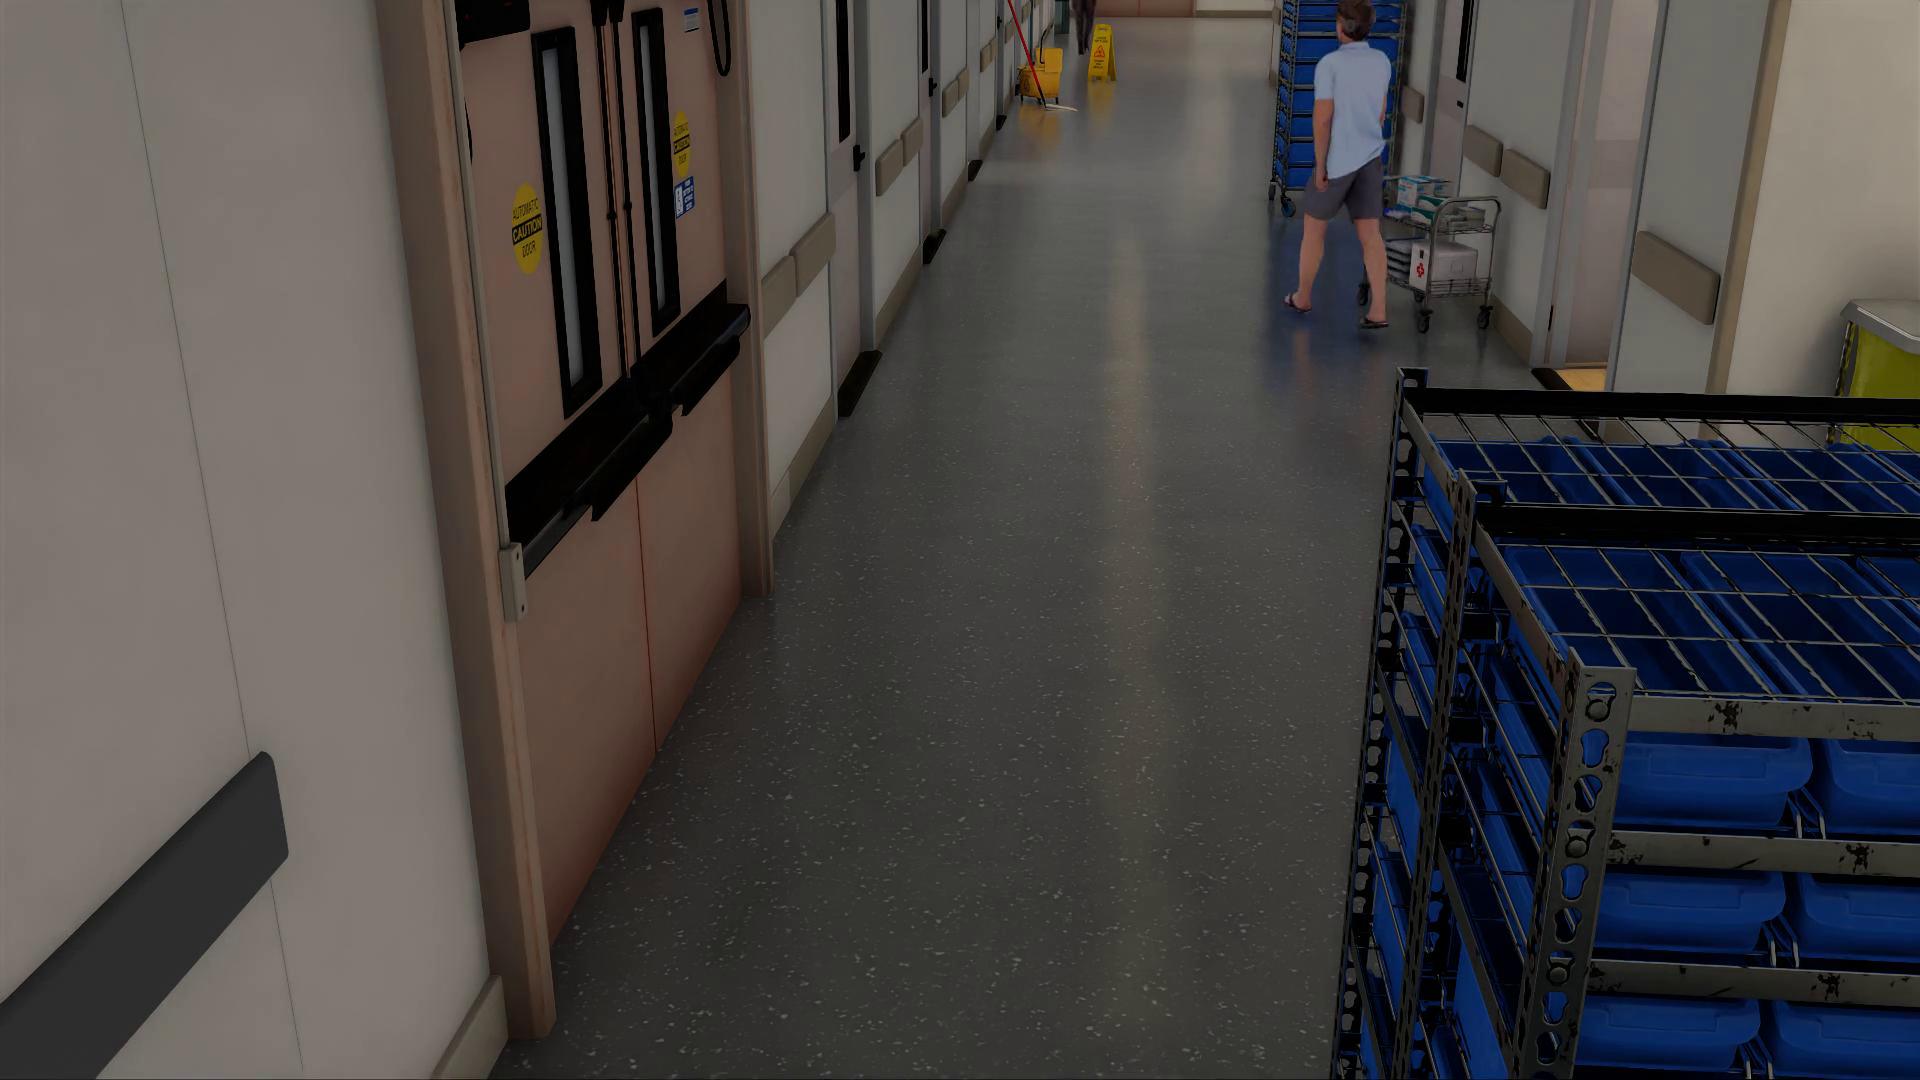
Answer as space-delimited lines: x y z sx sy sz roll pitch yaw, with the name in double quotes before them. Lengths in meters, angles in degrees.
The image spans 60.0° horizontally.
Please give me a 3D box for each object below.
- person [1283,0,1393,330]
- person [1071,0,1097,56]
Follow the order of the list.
"person" 2.196 -2.029 9.168 0.875 1.790 1.241 -5 21 -12
"person" 2.034 -8.881 27.381 0.614 1.705 0.903 0 21 1
